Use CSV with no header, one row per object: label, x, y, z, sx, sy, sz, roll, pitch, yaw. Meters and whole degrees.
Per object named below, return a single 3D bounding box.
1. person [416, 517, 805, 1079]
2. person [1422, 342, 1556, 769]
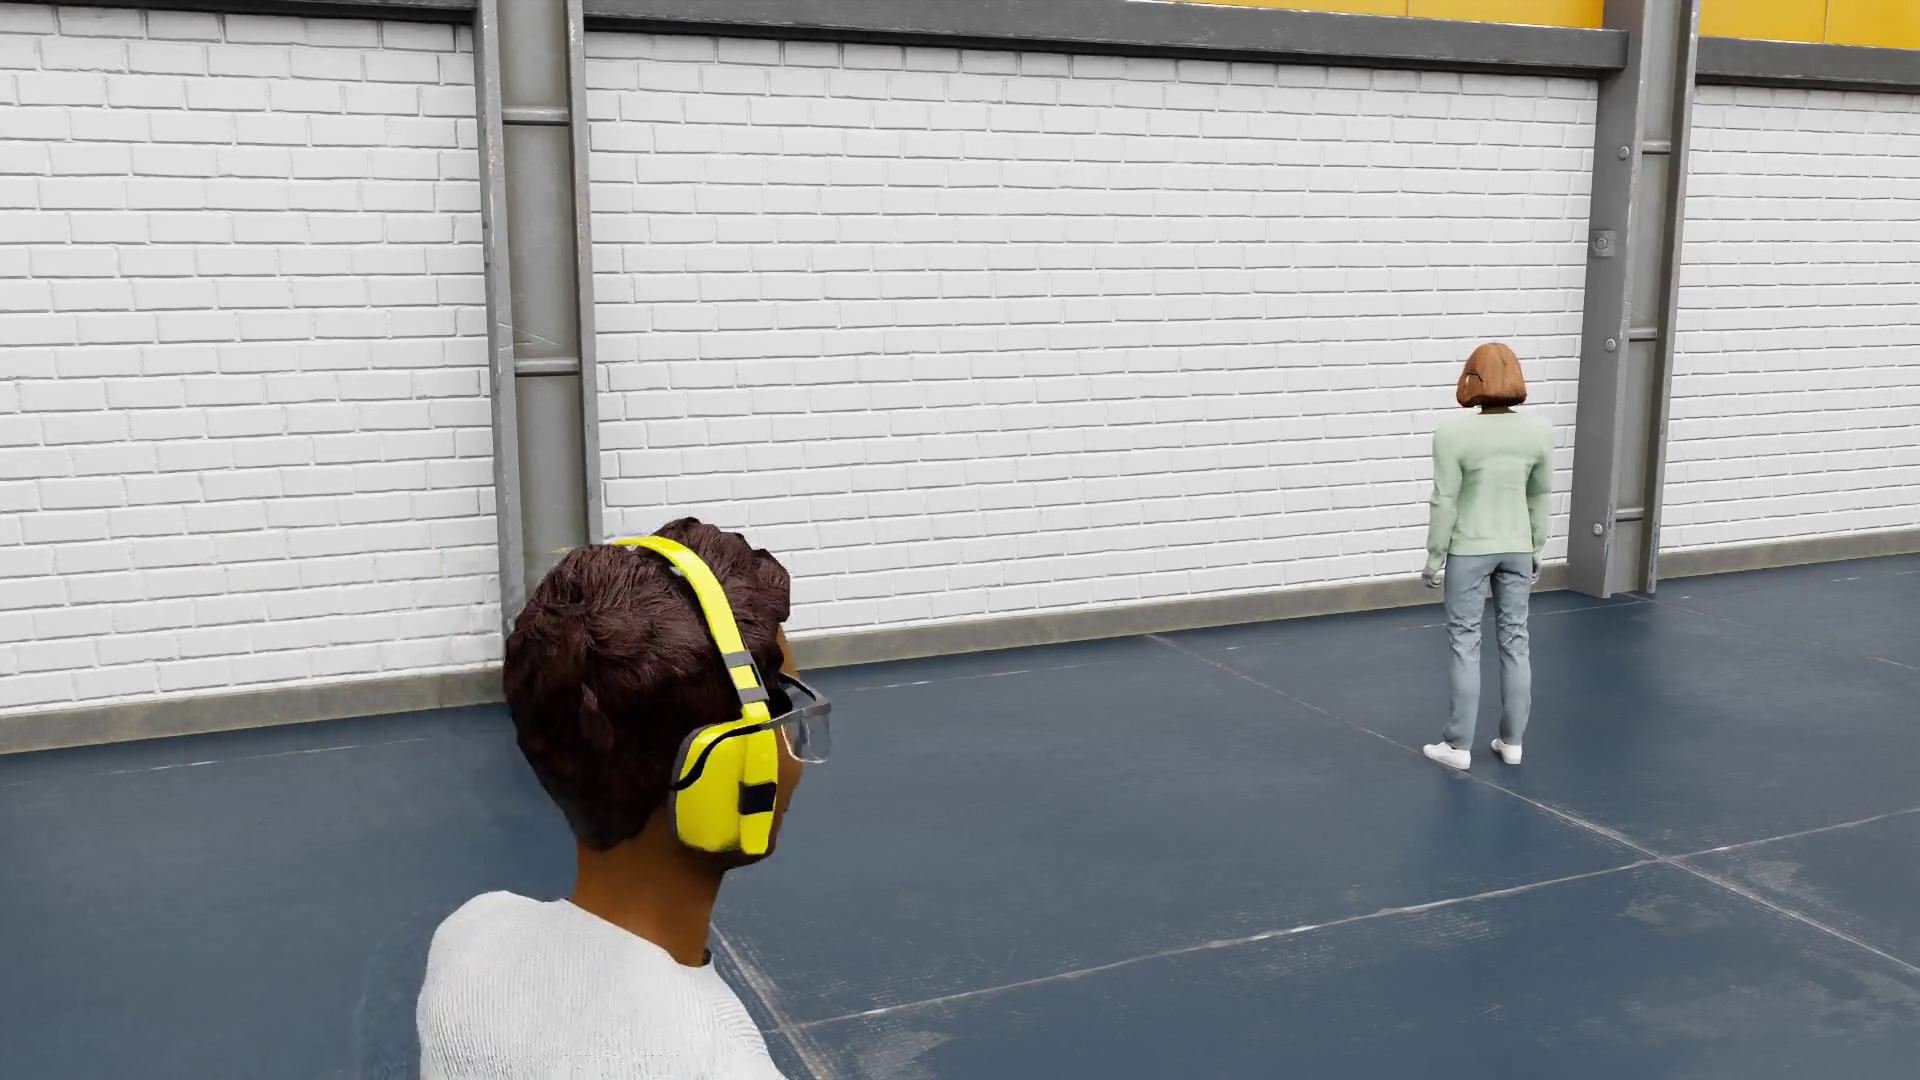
person,-0.300,0.891,1.317,0.521,1.824,0.974,9,14,42
person,2.011,0.065,6.363,0.497,1.635,0.286,-2,10,-11
